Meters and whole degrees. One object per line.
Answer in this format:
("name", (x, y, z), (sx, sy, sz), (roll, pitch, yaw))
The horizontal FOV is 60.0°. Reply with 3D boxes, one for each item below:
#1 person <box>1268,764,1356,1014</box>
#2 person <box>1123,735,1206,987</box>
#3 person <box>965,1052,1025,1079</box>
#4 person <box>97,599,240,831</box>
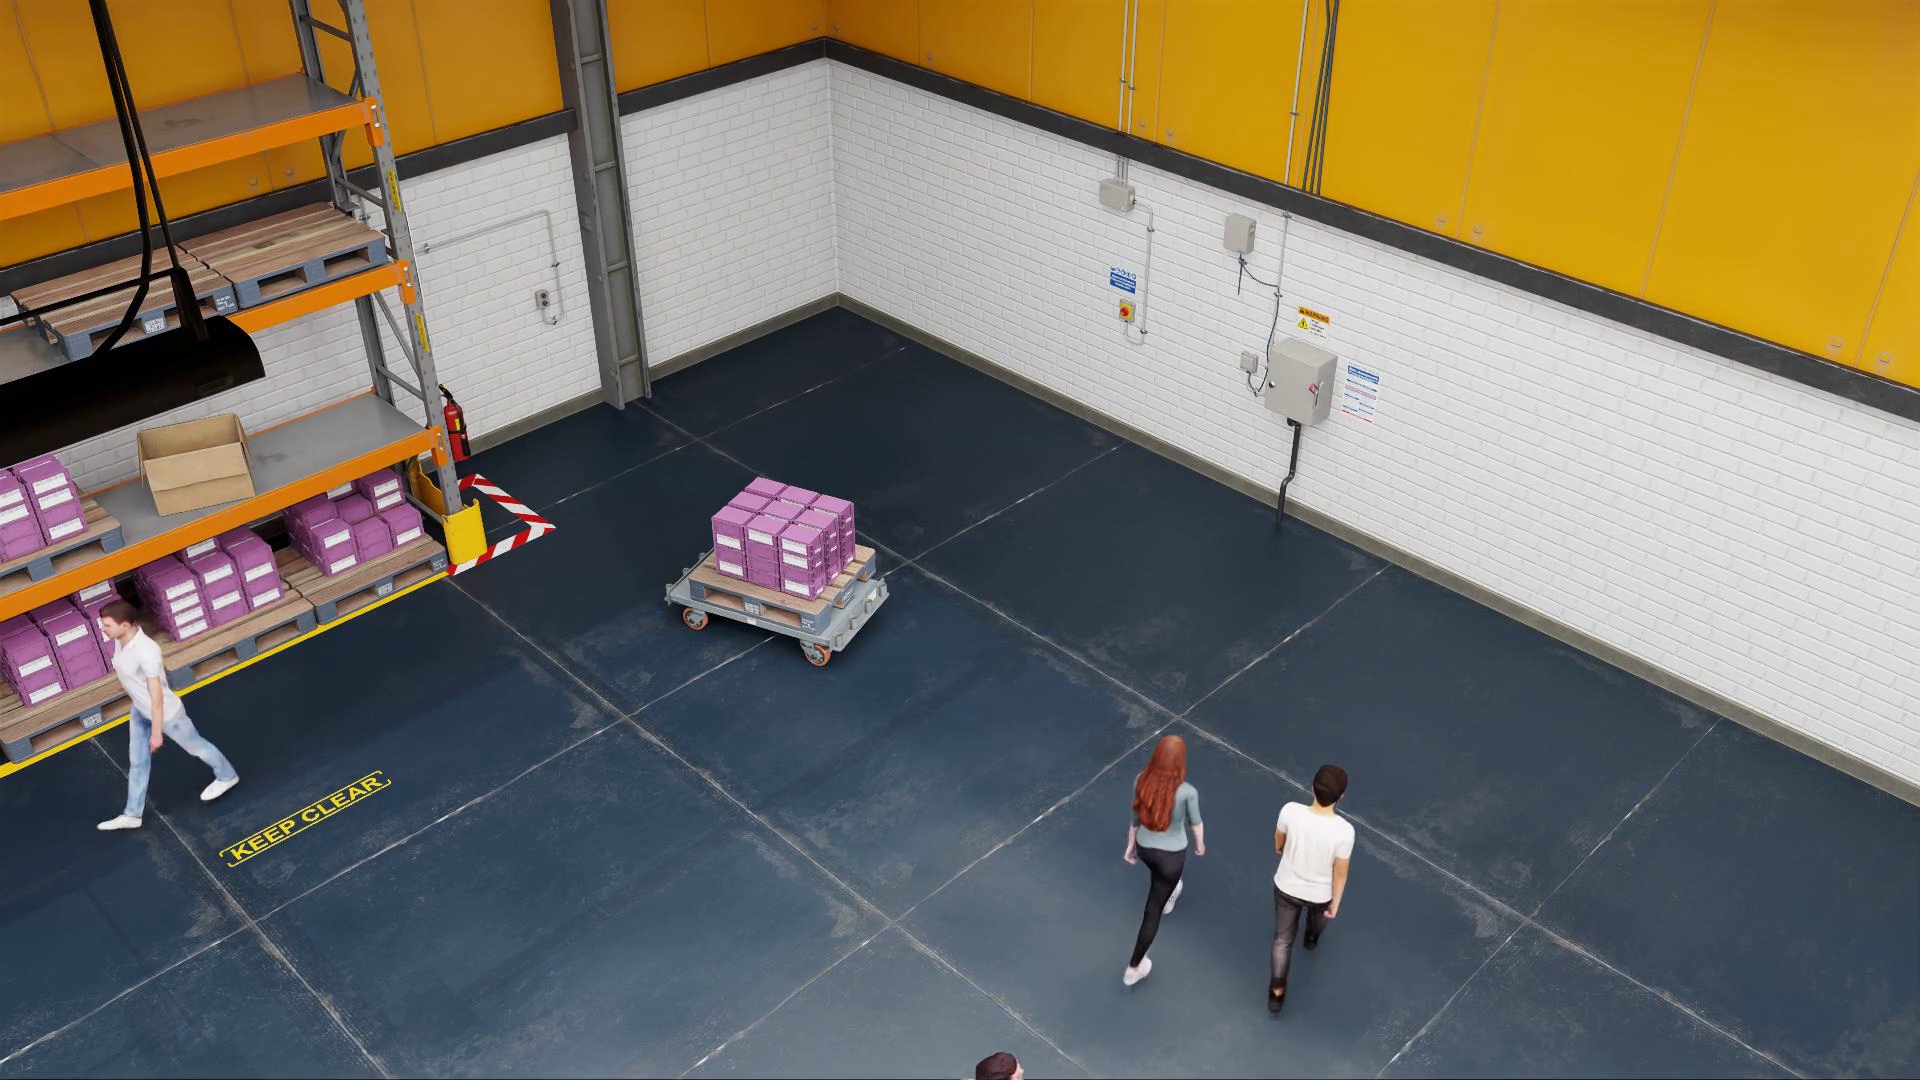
("person", (2.071, 2.137, 10.098), (0.954, 1.672, 1.191), (10, 35, 14))
("person", (1.209, 2.011, 10.276), (0.805, 1.685, 1.234), (18, 38, 25))
("person", (0.072, 3.182, 8.185), (0.769, 1.829, 0.691), (-21, 39, -28))
("person", (-5.436, 1.148, 11.474), (0.750, 1.796, 1.206), (25, 41, 32))
